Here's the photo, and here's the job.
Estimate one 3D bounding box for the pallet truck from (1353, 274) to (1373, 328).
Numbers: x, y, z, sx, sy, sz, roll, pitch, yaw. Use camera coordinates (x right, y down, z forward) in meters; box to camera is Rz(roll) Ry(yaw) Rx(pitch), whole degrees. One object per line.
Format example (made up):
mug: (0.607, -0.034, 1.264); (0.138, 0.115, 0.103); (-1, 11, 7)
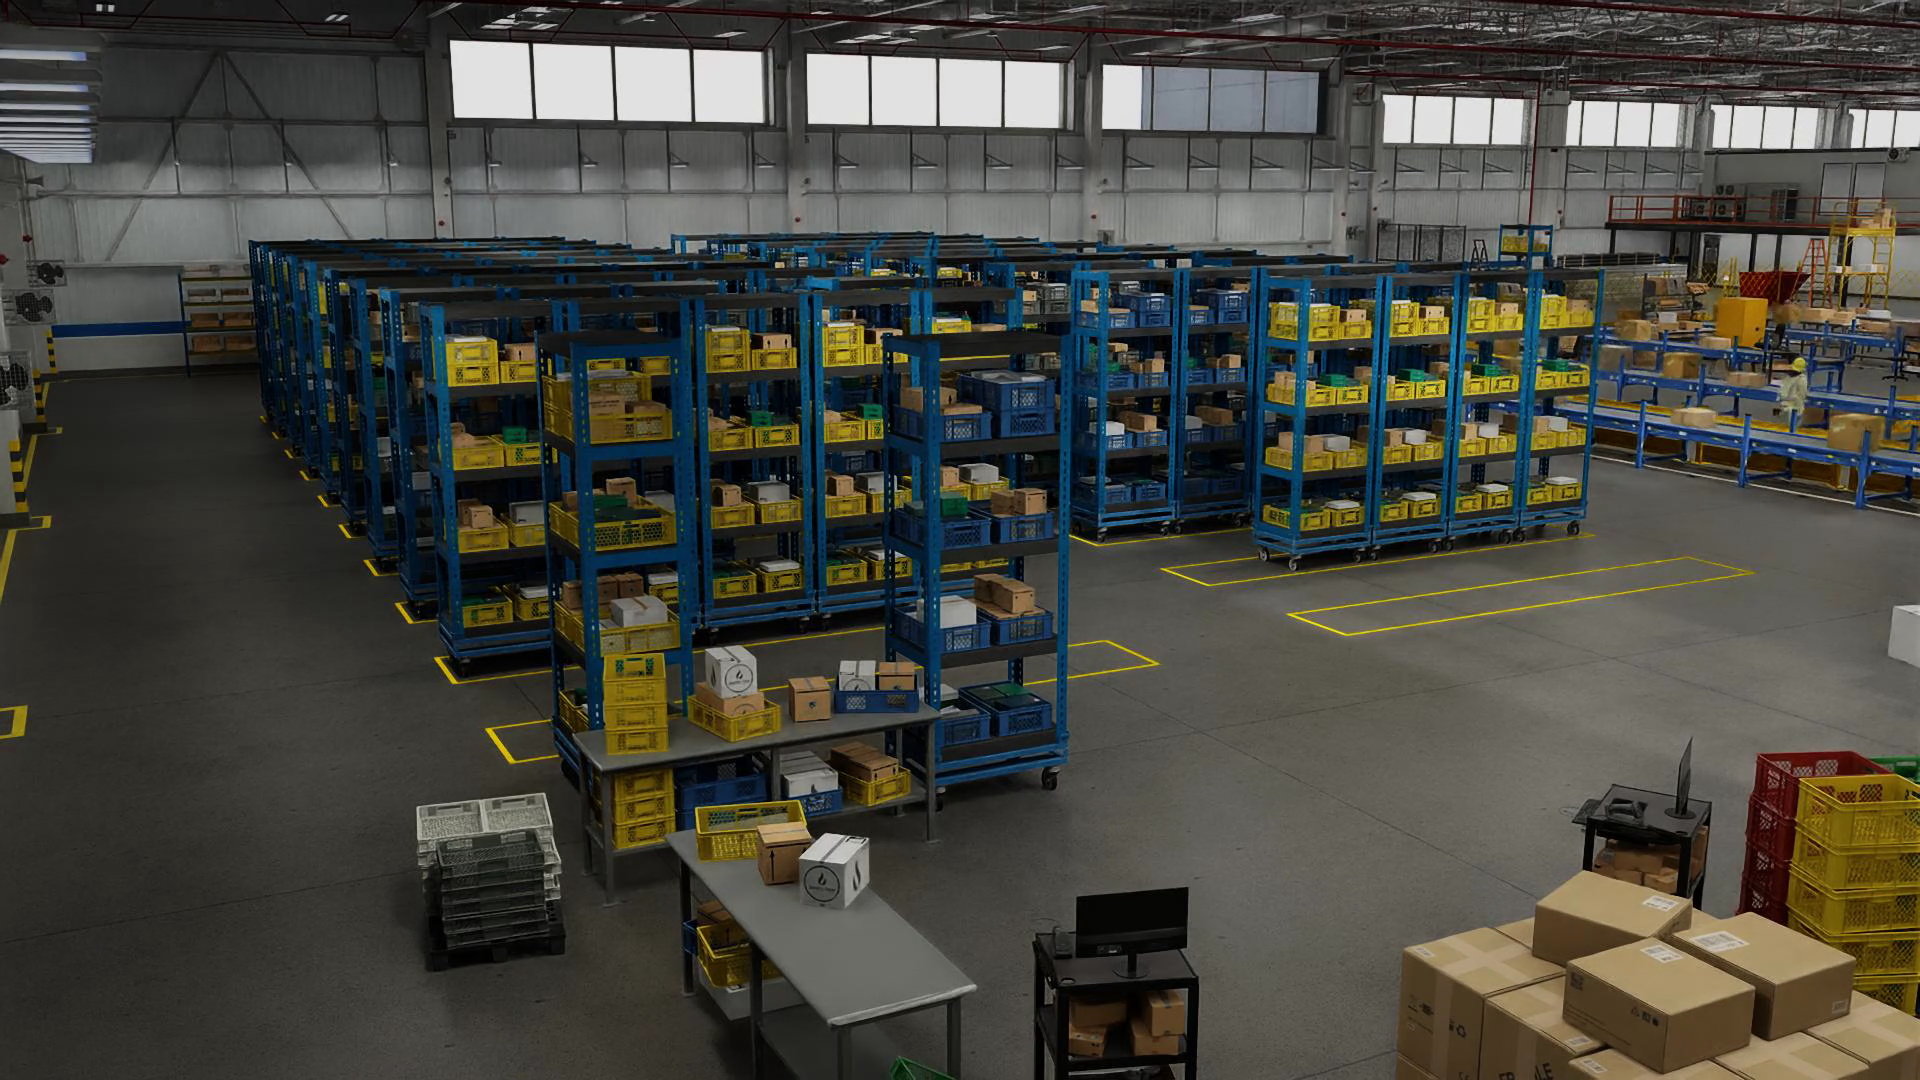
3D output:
pallet truck: (13.011, -8.050, 55.243); (0.823, 1.965, 1.885); (-7, 14, -28)

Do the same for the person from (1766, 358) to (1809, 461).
person: (14.387, -2.270, 28.740); (0.546, 1.784, 0.649); (0, 12, -2)

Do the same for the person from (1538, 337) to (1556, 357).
person: (14.226, -4.638, 40.221); (0.525, 1.602, 0.516); (-1, 12, -6)

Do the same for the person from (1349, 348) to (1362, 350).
person: (7.536, -3.072, 32.162); (0.409, 1.913, 0.649); (11, 16, 41)
